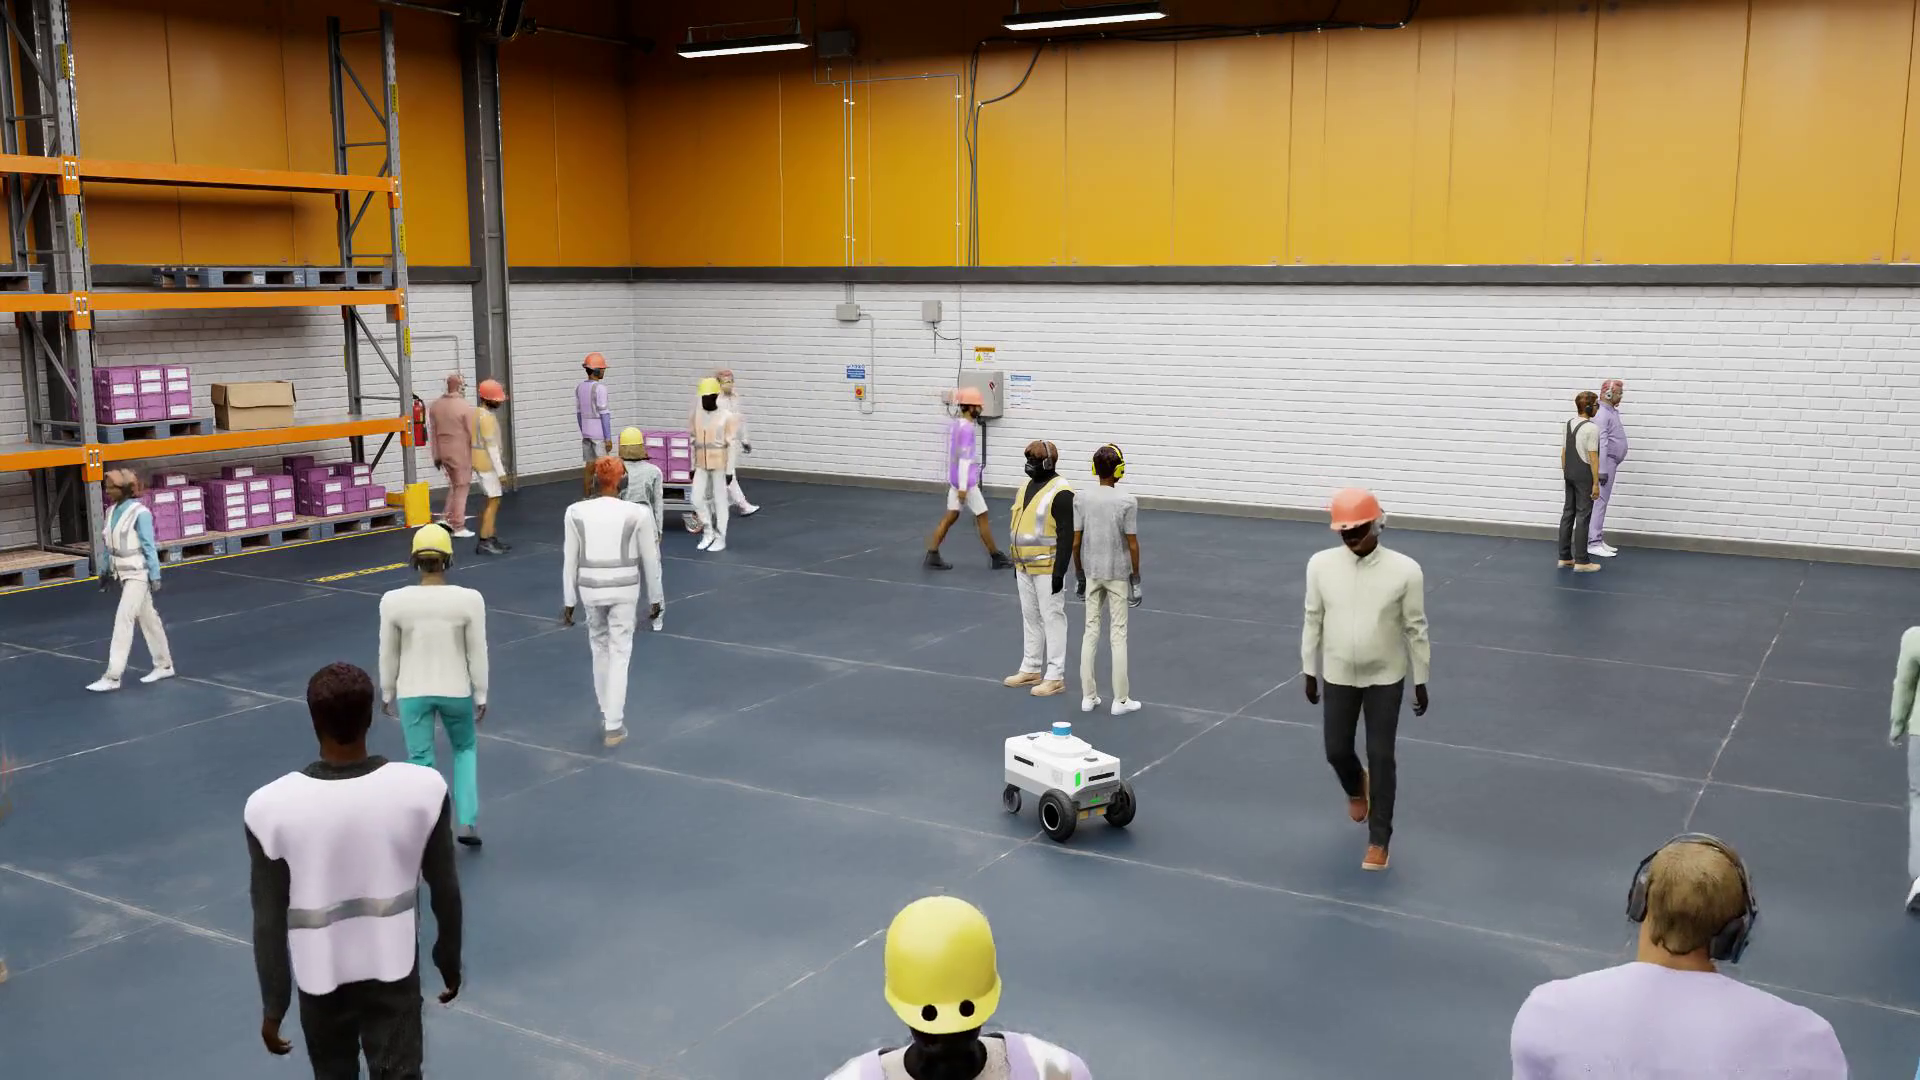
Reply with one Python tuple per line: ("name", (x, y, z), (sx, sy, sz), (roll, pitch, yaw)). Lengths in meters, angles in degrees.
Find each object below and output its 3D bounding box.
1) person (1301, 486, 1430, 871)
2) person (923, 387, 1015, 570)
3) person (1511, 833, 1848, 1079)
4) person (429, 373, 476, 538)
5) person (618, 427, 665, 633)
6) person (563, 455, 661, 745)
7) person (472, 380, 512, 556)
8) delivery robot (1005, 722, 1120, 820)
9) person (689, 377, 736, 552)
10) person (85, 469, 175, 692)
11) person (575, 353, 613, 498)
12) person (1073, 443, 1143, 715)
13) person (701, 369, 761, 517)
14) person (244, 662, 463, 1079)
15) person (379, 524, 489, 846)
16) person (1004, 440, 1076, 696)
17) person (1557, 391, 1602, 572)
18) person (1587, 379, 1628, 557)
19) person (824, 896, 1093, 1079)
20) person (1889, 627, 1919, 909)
("person", (2.107, 0.677, 8.622), (0.672, 1.965, 0.650), (4, 10, 22))
("person", (0.080, -0.614, 16.960), (1.014, 1.883, 0.567), (-2, 9, -11))
("person", (1.405, 1.548, 3.367), (0.634, 1.914, 0.741), (4, 10, 25))
("person", (-5.750, -0.963, 19.101), (0.641, 1.893, 0.448), (6, 11, 33))
("person", (-2.747, -0.081, 14.064), (0.486, 1.740, 0.313), (-4, 10, -23))
("person", (-2.262, 0.363, 10.938), (0.602, 1.846, 0.841), (0, 9, 3))
("person", (-5.088, -0.781, 17.959), (0.440, 1.895, 0.592), (-4, 10, -25))
("delivery robot", (0.557, 1.247, 9.168), (0.477, 0.478, 0.707), (-6, 11, -34))
("person", (-2.713, -0.810, 18.073), (0.616, 1.909, 0.467), (4, 10, 25))
("person", (-6.135, 0.293, 12.117), (0.536, 1.601, 0.785), (7, 12, 38))
("person", (-4.554, -1.321, 20.859), (0.606, 2.044, 0.373), (8, 12, 43))
("person", (1.022, 0.270, 11.468), (0.511, 1.872, 0.328), (5, 10, 28))
("person", (-2.890, -1.196, 20.698), (1.023, 1.836, 0.641), (4, 10, 24))
("person", (-1.806, 1.299, 5.040), (0.604, 1.881, 0.974), (-4, 10, -24))
("person", (-2.705, 0.796, 8.570), (0.539, 1.753, 0.416), (-3, 10, -17))
("person", (0.577, 0.195, 12.028), (0.429, 1.844, 0.627), (-6, 11, -31))
("person", (6.341, -0.598, 16.959), (0.340, 1.845, 0.512), (-3, 10, -18))
("person", (6.970, -0.783, 17.937), (0.410, 1.906, 0.642), (4, 10, 24))
("person", (-0.023, 1.566, 3.297), (0.591, 1.899, 0.878), (-2, 9, -14))
("person", (4.751, 0.963, 7.988), (0.496, 1.599, 0.777), (5, 10, 28))
